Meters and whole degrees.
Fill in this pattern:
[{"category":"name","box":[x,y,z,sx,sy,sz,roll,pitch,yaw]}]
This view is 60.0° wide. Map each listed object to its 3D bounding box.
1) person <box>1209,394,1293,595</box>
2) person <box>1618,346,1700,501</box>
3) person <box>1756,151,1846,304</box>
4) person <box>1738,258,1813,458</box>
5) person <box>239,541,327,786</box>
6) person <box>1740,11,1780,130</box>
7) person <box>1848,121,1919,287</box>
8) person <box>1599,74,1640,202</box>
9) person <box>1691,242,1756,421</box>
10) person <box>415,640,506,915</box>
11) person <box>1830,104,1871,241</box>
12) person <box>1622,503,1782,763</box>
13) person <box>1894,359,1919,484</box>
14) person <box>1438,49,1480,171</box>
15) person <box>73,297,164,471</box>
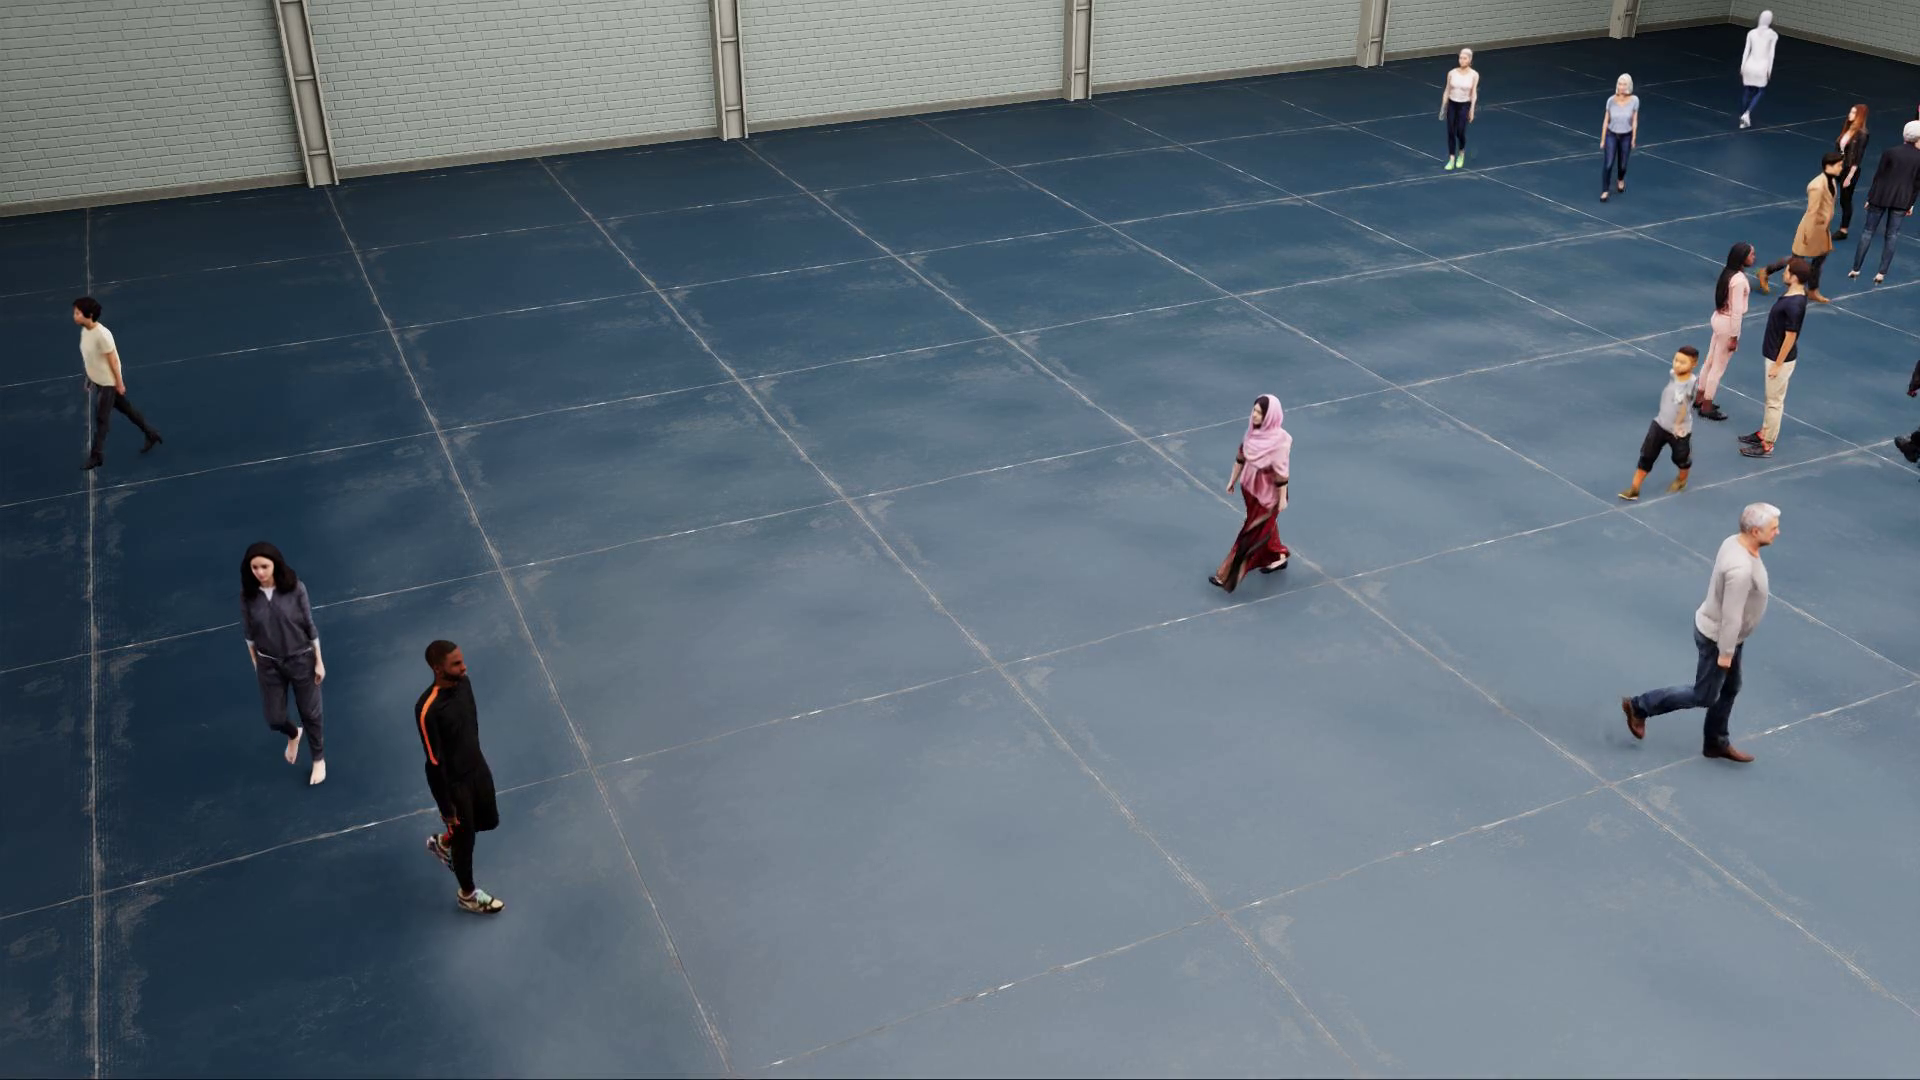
[{"category":"person","box":[2.412,-0.382,12.938,1.037,1.587,0.619,-13,31,-22]},{"category":"person","box":[6.227,-1.056,14.381,1.043,1.420,0.654,-17,32,-29]},{"category":"person","box":[9.526,-3.535,18.740,1.100,1.697,0.951,-24,36,-38]},{"category":"person","box":[7.423,-1.652,15.035,0.759,1.856,0.689,11,30,20]},{"category":"person","box":[-4.293,0.734,10.666,0.650,1.752,0.732,-6,29,-11]},{"category":"person","box":[12.197,-7.194,25.534,0.757,1.770,0.798,23,35,36]},{"category":"person","box":[9.823,-3.597,17.639,0.823,1.782,0.788,10,30,19]},{"category":"person","box":[8.808,-5.378,22.200,0.835,1.698,0.921,13,31,23]},{"category":"person","box":[7.281,-2.001,15.833,0.721,1.721,0.700,4,28,8]},{"category":"person","box":[-2.951,1.335,9.497,0.974,1.790,0.916,11,30,20]},{"category":"person","box":[11.098,-4.561,20.669,0.798,1.695,0.745,-4,28,-8]},{"category":"person","box":[4.849,0.601,10.776,1.192,1.883,1.174,12,30,22]},{"category":"person","box":[8.641,-1.292,14.434,1.191,1.786,0.967,-5,28,-9]},{"category":"person","box":[7.100,-6.118,23.600,0.726,1.688,0.768,18,33,30]},{"category":"person","box":[-7.591,-1.427,14.943,0.829,1.545,1.082,25,37,38]}]
